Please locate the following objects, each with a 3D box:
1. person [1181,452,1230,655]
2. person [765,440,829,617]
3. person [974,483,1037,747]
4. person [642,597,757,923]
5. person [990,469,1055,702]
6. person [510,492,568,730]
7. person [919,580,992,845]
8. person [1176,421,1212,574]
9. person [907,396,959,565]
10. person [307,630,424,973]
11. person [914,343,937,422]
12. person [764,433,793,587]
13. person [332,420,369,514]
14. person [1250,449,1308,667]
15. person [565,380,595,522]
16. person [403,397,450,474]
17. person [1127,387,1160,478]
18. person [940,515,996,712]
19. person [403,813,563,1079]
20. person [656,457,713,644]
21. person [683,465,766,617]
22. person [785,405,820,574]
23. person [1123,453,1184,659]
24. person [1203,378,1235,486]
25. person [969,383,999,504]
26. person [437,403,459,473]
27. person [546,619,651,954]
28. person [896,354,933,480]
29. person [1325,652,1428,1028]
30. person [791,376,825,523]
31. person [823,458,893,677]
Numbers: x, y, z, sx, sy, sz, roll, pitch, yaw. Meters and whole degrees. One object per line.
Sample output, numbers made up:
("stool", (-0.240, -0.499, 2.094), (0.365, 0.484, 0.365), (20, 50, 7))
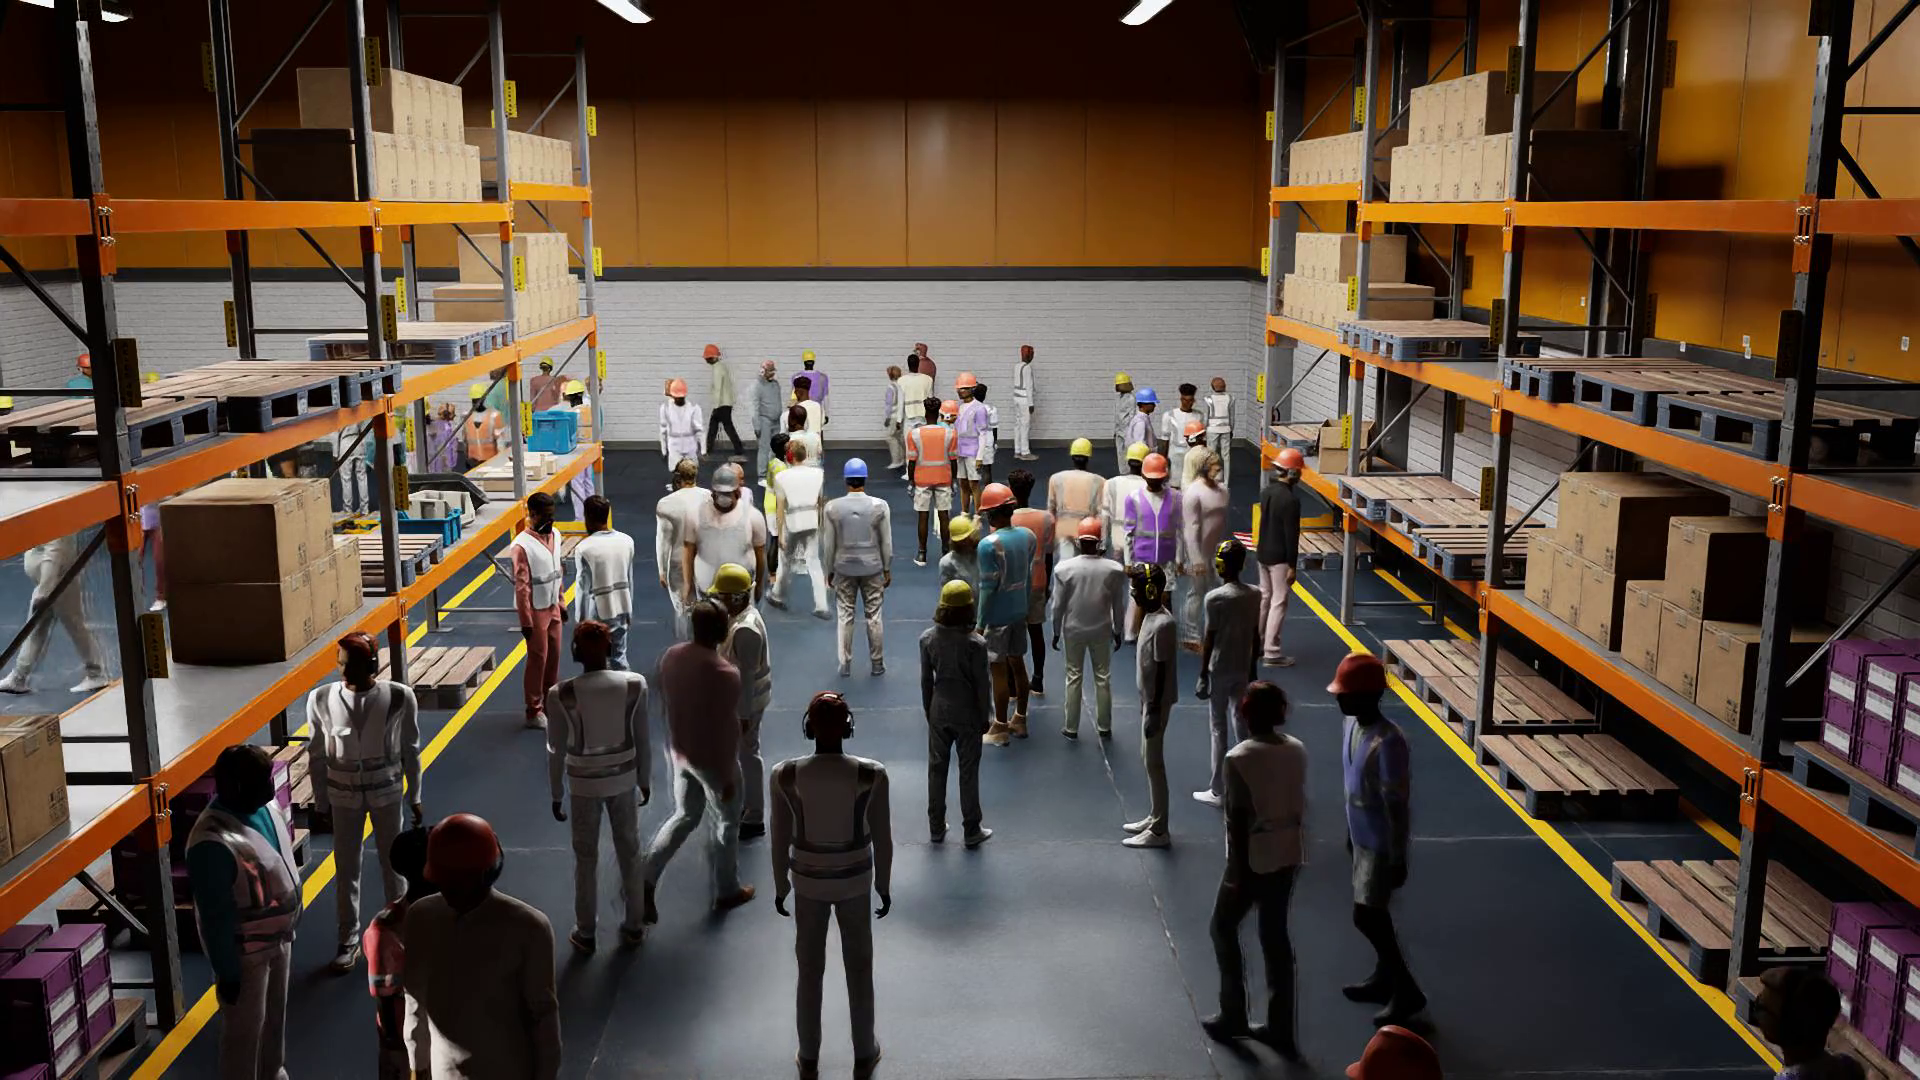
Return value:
("person", (2.335, 0.156, 15.189), (0.646, 1.906, 0.733), (-10, 15, -41))
("person", (-1.645, -0.126, 16.904), (0.578, 1.788, 0.985), (-7, 13, -30))
("person", (0.314, 0.570, 12.792), (0.390, 2.035, 0.605), (10, 15, 40))
("person", (-1.535, 1.280, 9.538), (0.637, 1.915, 0.808), (9, 14, 37))
("person", (0.510, 0.375, 13.940), (0.607, 1.966, 0.367), (-6, 13, -28))
("person", (-3.332, 0.554, 13.198), (0.398, 1.909, 0.599), (3, 12, 16))
("person", (-0.023, 1.113, 10.803), (0.486, 1.744, 0.294), (5, 12, 23))
("person", (2.641, -0.479, 18.799), (0.350, 1.739, 0.575), (7, 13, 32))
("person", (-0.318, -0.680, 19.230), (0.610, 1.965, 0.363), (-2, 11, -8))
("person", (-3.208, 1.401, 9.003), (0.574, 1.884, 0.361), (-3, 12, -13))
("person", (-0.649, -2.309, 27.544), (0.406, 1.911, 0.638), (5, 12, 25))
("person", (-1.980, -0.334, 18.199), (0.322, 1.689, 0.538), (-3, 12, -13))
("person", (-8.215, -1.188, 22.355), (0.320, 1.737, 0.485), (9, 14, 38))
("person", (2.902, 0.161, 15.012), (0.430, 1.979, 0.615), (-4, 12, -18))
("person", (-4.911, -1.102, 21.481), (0.399, 1.913, 0.595), (4, 12, 19))
("person", (-6.499, -0.834, 20.243), (0.531, 1.878, 0.628), (7, 13, 31))
("person", (2.238, -0.895, 20.354), (0.389, 1.948, 0.609), (1, 11, 6))
("person", (0.120, 0.627, 13.339), (0.562, 1.707, 0.351), (-4, 12, -18))
("person", (-1.756, 1.935, 6.078), (0.621, 1.986, 0.409), (3, 12, 16))
("person", (-2.393, 0.228, 14.786), (0.634, 1.932, 0.360), (-7, 13, -30))
("person", (-1.992, 0.307, 14.091), (0.685, 2.000, 1.029), (1, 11, 4))
("person", (-1.793, -0.572, 18.802), (0.393, 1.922, 0.589), (6, 13, 27))
("person", (1.767, 0.154, 15.164), (0.553, 1.923, 0.392), (0, 11, -2))
("person", (3.820, -1.587, 24.603), (0.511, 1.640, 0.308), (-2, 12, -12))
("person", (0.274, -1.337, 23.194), (0.540, 1.697, 0.318), (2, 11, 10))
("person", (-6.621, -0.962, 21.488), (0.321, 1.631, 0.527), (-5, 12, -23))
("person", (-1.990, 1.362, 9.218), (0.580, 1.879, 0.348), (-5, 12, -24))
("person", (-0.678, -1.861, 25.278), (0.595, 1.915, 0.371), (-5, 12, -24))
("person", (2.088, 1.504, 8.455), (0.520, 1.908, 0.572), (-2, 11, -10))
("person", (-1.999, -1.160, 21.677), (0.403, 1.953, 0.612), (7, 13, 31))
("person", (-0.892, 0.248, 14.631), (0.603, 1.945, 0.390), (0, 11, -2))
